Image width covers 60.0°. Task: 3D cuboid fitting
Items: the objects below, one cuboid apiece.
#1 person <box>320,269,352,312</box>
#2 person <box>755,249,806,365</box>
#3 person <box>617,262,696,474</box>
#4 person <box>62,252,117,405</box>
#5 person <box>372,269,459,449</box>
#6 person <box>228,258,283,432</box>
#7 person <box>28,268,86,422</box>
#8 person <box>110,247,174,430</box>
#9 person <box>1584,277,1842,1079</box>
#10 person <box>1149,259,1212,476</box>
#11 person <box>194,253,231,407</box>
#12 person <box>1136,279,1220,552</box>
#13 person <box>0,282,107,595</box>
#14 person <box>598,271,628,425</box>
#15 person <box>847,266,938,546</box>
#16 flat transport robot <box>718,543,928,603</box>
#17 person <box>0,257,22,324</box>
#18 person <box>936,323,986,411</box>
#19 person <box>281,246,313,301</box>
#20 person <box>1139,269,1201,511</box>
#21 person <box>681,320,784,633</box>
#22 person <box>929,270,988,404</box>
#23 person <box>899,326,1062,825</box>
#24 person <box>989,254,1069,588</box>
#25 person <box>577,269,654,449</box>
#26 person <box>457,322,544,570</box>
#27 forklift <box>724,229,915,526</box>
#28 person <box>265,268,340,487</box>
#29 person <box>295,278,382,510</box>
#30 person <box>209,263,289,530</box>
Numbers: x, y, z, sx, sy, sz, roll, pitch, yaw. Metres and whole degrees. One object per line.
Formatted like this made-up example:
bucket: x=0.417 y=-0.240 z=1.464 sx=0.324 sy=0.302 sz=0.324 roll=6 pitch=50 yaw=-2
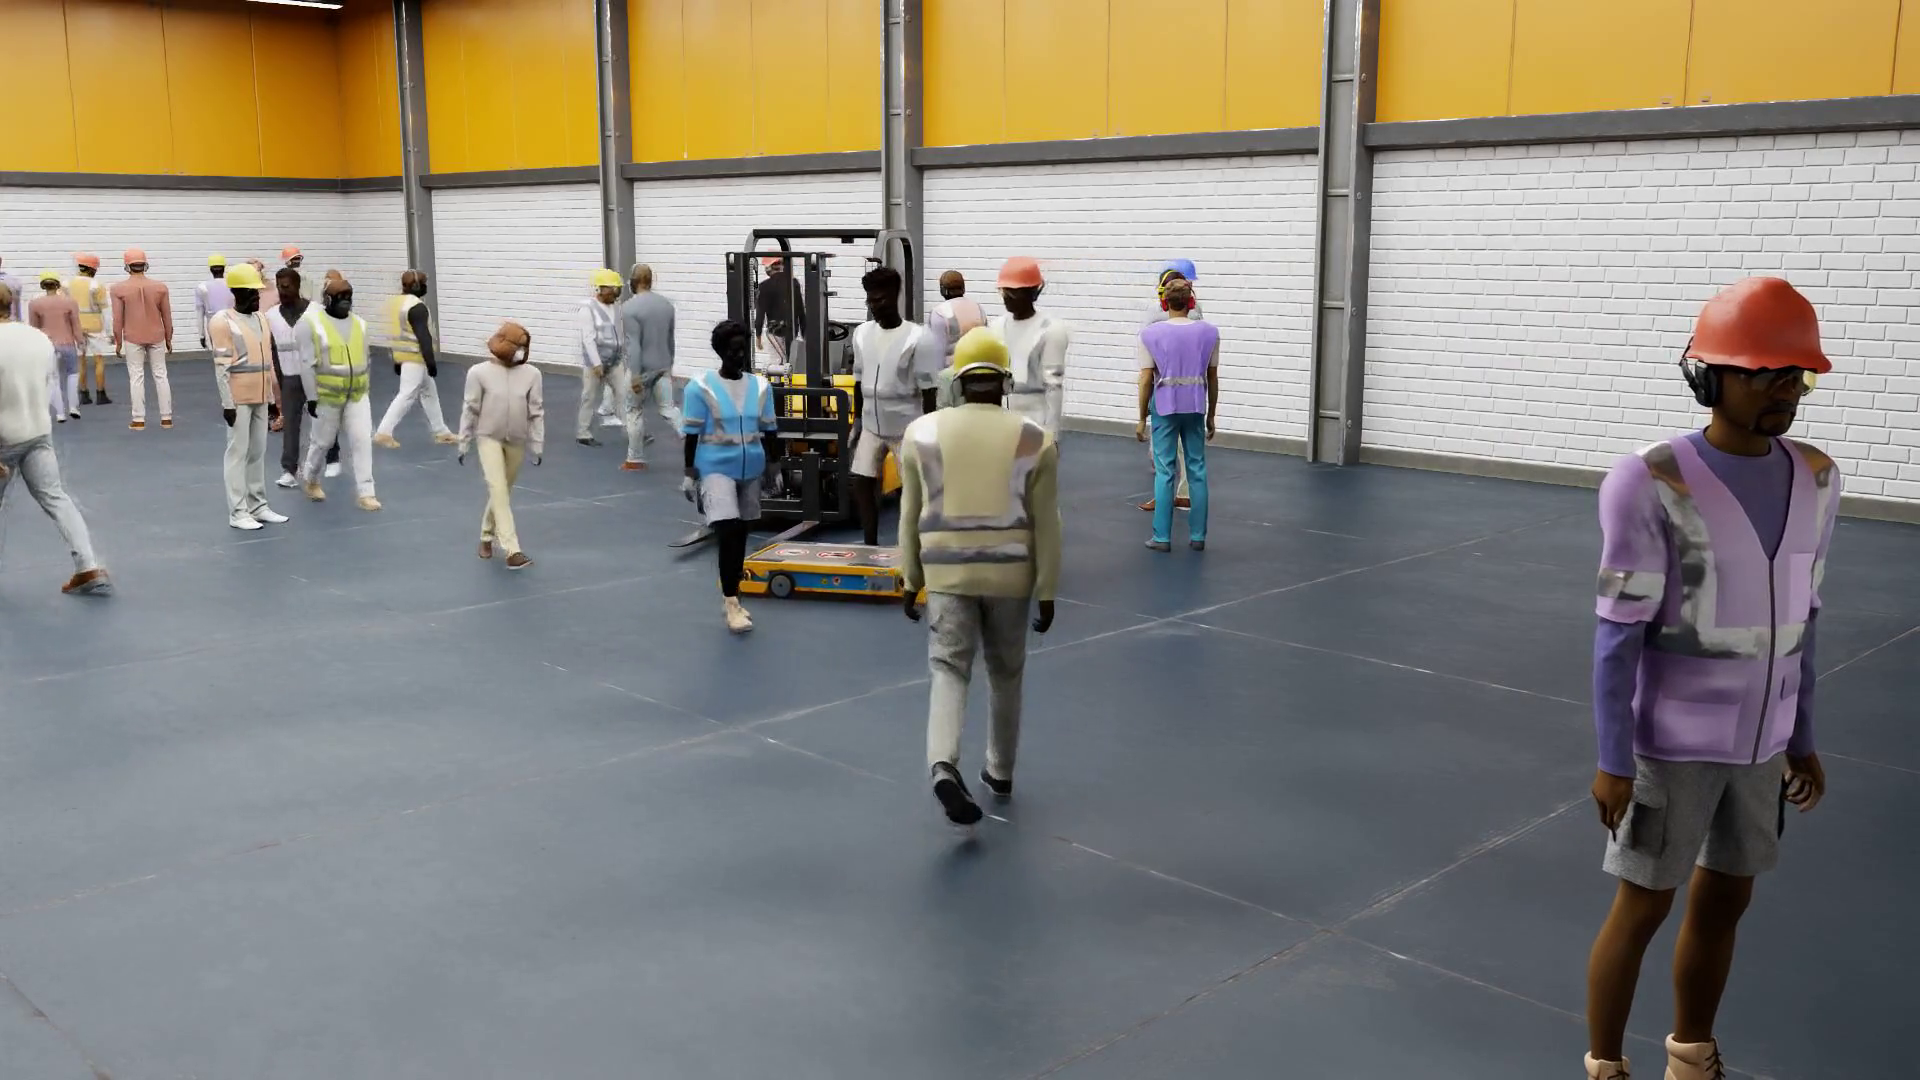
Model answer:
person: x=-9.482 y=-3.304 z=25.295 sx=0.496 sy=1.626 sz=0.520 roll=10 pitch=14 yaw=42
person: x=-2.160 y=-2.486 z=19.879 sx=0.659 sy=1.969 sz=0.484 roll=-10 pitch=14 yaw=-43
person: x=-2.692 y=-1.520 z=14.861 sx=0.934 sy=1.908 sz=0.647 roll=7 pitch=13 yaw=34
person: x=-10.983 y=-2.649 z=20.967 sx=0.591 sy=1.900 sz=0.426 roll=-1 pitch=10 yaw=-3
person: x=-5.535 y=-1.828 z=16.771 sx=0.955 sy=1.798 sz=0.641 roll=-7 pitch=13 yaw=-34
person: x=-7.566 y=-2.093 z=17.968 sx=0.683 sy=1.884 sz=0.561 roll=-1 pitch=10 yaw=-7
person: x=-10.352 y=-2.231 z=19.084 sx=0.560 sy=1.743 sz=0.557 roll=-4 pitch=11 yaw=-22
person: x=-8.982 y=-2.207 z=18.297 sx=0.612 sy=1.997 sz=0.375 roll=-8 pitch=13 yaw=-38
person: x=1.708 y=0.440 z=3.741 sx=0.613 sy=2.041 sz=0.393 roll=-3 pitch=11 yaw=-18
person: x=2.002 y=-1.491 z=14.607 sx=0.631 sy=1.909 sz=0.885 roll=-10 pitch=14 yaw=-43
person: x=-9.185 y=-2.616 z=20.766 sx=0.627 sy=1.907 sz=0.580 roll=-4 pitch=11 yaw=-22
person: x=1.465 y=-0.827 z=11.199 sx=0.565 sy=1.840 sz=0.396 roll=-2 pitch=11 yaw=-9
person: x=-5.569 y=-0.594 z=9.828 sx=1.032 sy=1.894 sz=0.636 roll=4 pitch=11 yaw=20
person: x=-3.882 y=-2.144 z=18.685 sx=0.380 sy=1.727 sz=0.501 roll=-2 pitch=11 yaw=-12
person: x=-0.430 y=-0.688 z=10.176 sx=0.652 sy=1.947 sz=0.460 roll=7 pitch=12 yaw=32
flat transport robot: x=-0.660 y=0.182 z=9.980 sx=1.431 sy=0.197 sz=0.652 roll=3 pitch=11 yaw=15
person: x=-12.359 y=-2.726 z=21.366 sx=0.409 sy=1.910 sz=0.651 roll=3 pitch=11 yaw=17
person: x=0.096 y=-0.577 z=10.521 sx=0.511 sy=1.587 sz=0.795 roll=0 pitch=10 yaw=-2
person: x=-8.978 y=-2.988 z=22.579 sx=0.392 sy=1.989 sz=0.610 roll=1 pitch=10 yaw=6
person: x=1.618 y=-1.146 z=12.848 sx=0.513 sy=1.876 sz=0.328 roll=-7 pitch=12 yaw=-32
person: x=-1.174 y=-0.340 z=8.972 sx=0.554 sy=1.672 sz=0.679 roll=-8 pitch=13 yaw=-36
person: x=-0.050 y=-1.380 z=14.224 sx=0.430 sy=1.840 sz=0.621 roll=10 pitch=14 yaw=43
person: x=0.070 y=0.138 z=6.040 sx=0.603 sy=1.811 sz=0.715 roll=0 pitch=10 yaw=2
person: x=0.398 y=-0.693 z=9.988 sx=0.611 sy=2.025 sz=0.516 roll=10 pitch=14 yaw=43
person: x=-3.486 y=-1.779 z=16.520 sx=0.892 sy=1.791 sz=0.605 roll=7 pitch=12 yaw=32
person: x=-2.975 y=-0.620 z=10.776 sx=0.553 sy=1.576 sz=0.874 roll=-8 pitch=13 yaw=-37
forklift: x=-1.050 y=-1.319 z=12.920 sx=1.214 sy=2.155 sz=2.313 roll=2 pitch=11 yaw=13
person: x=-5.677 y=-1.416 z=14.385 sx=0.602 sy=1.861 sz=1.040 roll=0 pitch=10 yaw=0
person: x=-4.909 y=-1.150 z=13.059 sx=0.849 sy=1.813 sz=0.620 roll=10 pitch=14 yaw=43
person: x=-5.195 y=-1.048 z=12.168 sx=0.384 sy=1.928 sz=0.588 roll=3 pitch=11 yaw=13
